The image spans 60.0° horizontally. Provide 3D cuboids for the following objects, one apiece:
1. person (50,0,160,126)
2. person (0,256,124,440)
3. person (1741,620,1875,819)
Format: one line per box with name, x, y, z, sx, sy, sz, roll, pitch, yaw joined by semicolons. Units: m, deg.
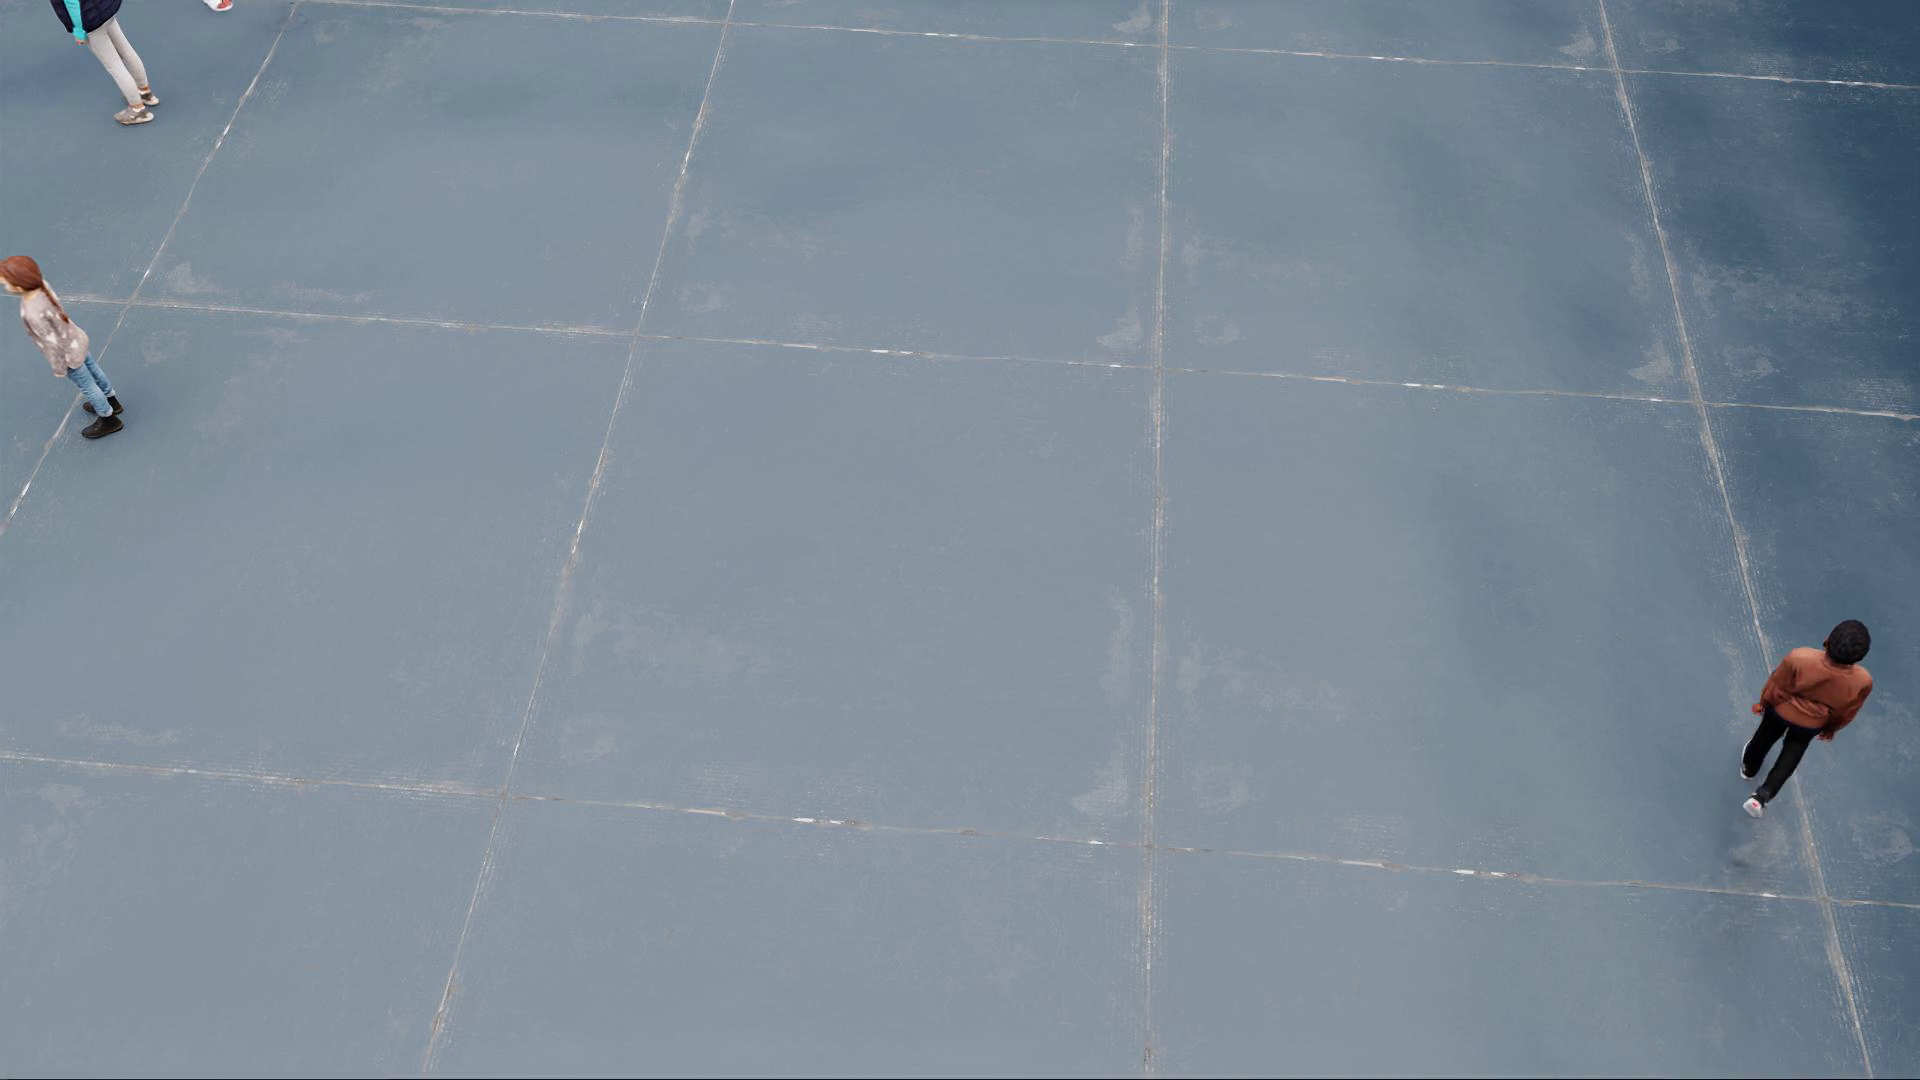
person;-5.311;-3.240;10.193;0.590;1.502;0.579;1;52;0
person;-4.666;-1.019;8.668;0.539;1.194;0.531;-9;53;-7
person;3.648;0.783;7.239;0.759;1.247;0.741;21;55;16
